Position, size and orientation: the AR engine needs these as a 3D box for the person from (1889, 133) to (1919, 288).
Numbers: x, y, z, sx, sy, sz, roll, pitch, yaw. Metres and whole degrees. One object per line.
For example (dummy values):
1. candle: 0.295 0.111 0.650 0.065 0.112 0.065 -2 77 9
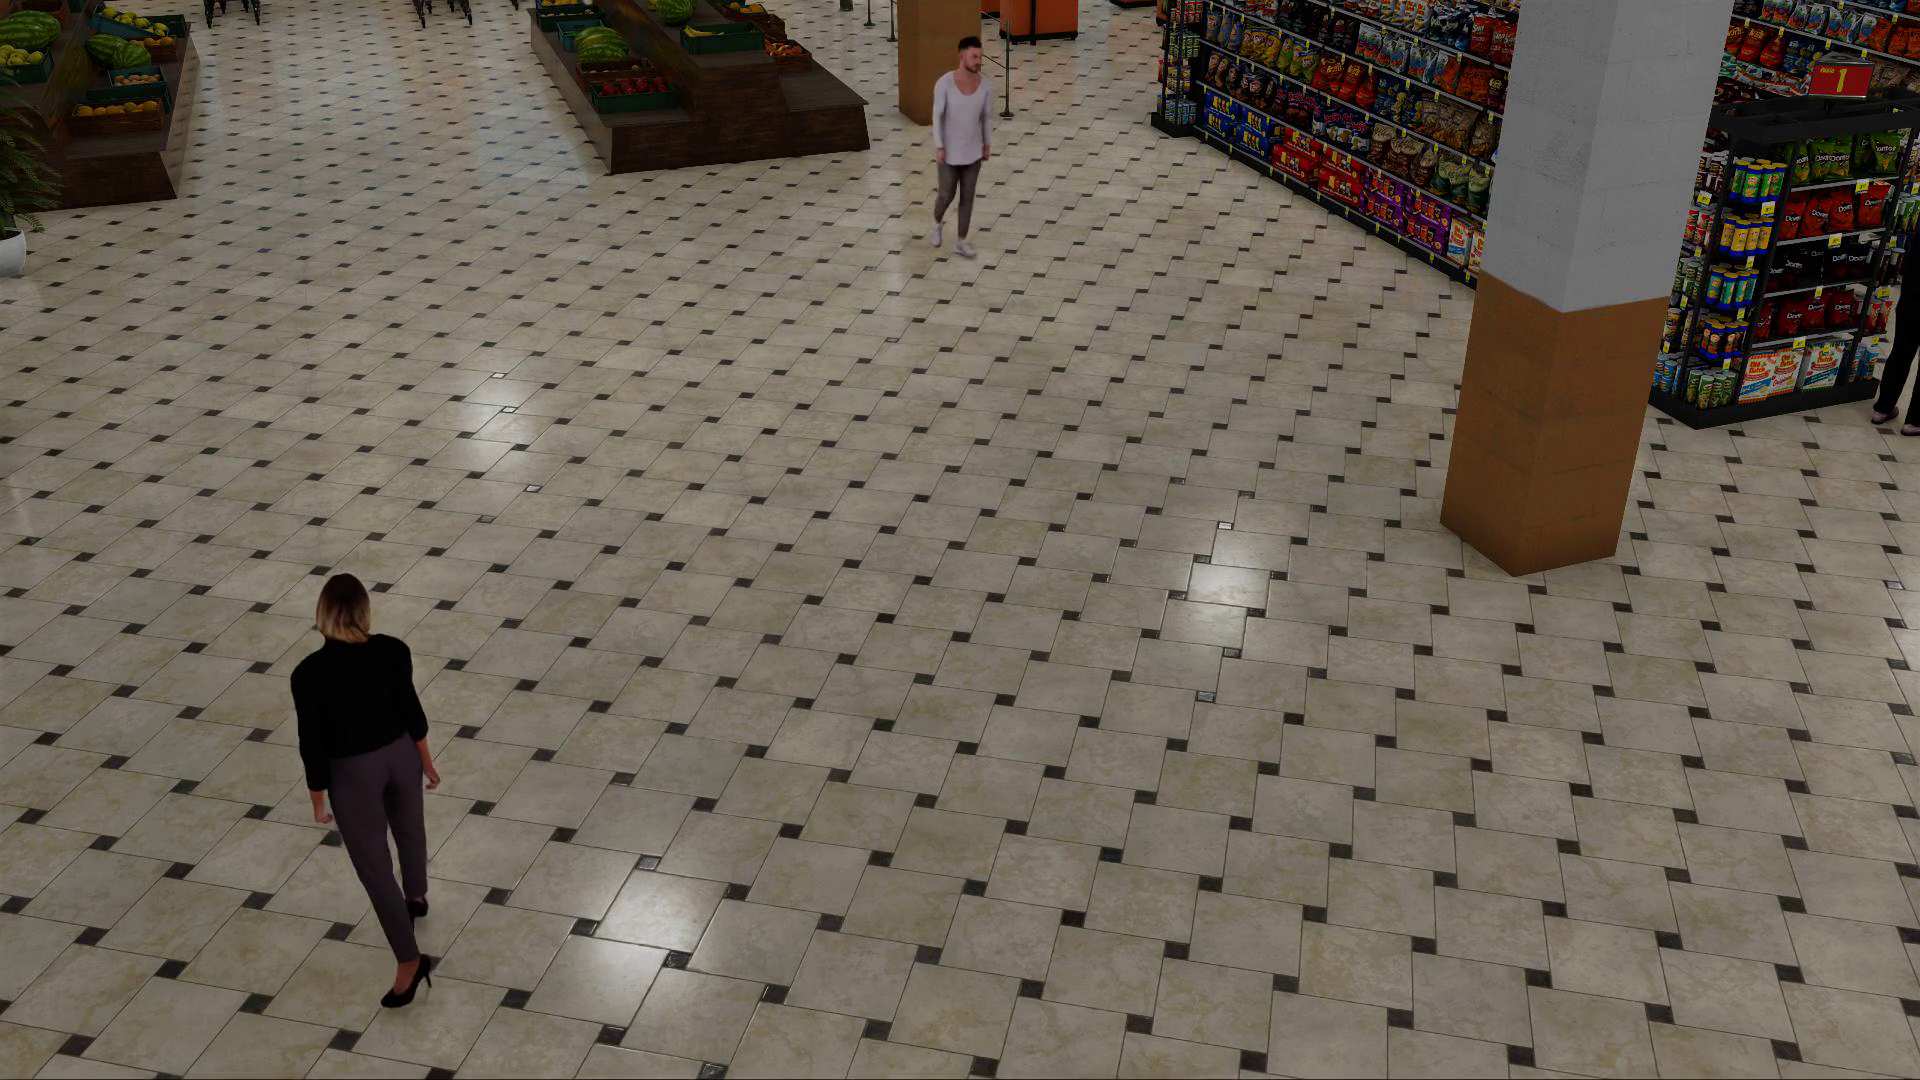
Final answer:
1. person: 7.500 -2.778 13.056 0.556 1.558 0.538 -14 32 -24

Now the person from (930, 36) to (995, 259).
1. person: -0.030 -3.215 13.589 0.667 1.815 0.757 -8 30 -15

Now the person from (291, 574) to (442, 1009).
1. person: -2.150 0.939 6.167 0.893 1.636 0.802 22 36 35

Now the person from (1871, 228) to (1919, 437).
1. person: 6.181 -1.461 10.582 0.722 1.617 0.585 -13 31 -23
